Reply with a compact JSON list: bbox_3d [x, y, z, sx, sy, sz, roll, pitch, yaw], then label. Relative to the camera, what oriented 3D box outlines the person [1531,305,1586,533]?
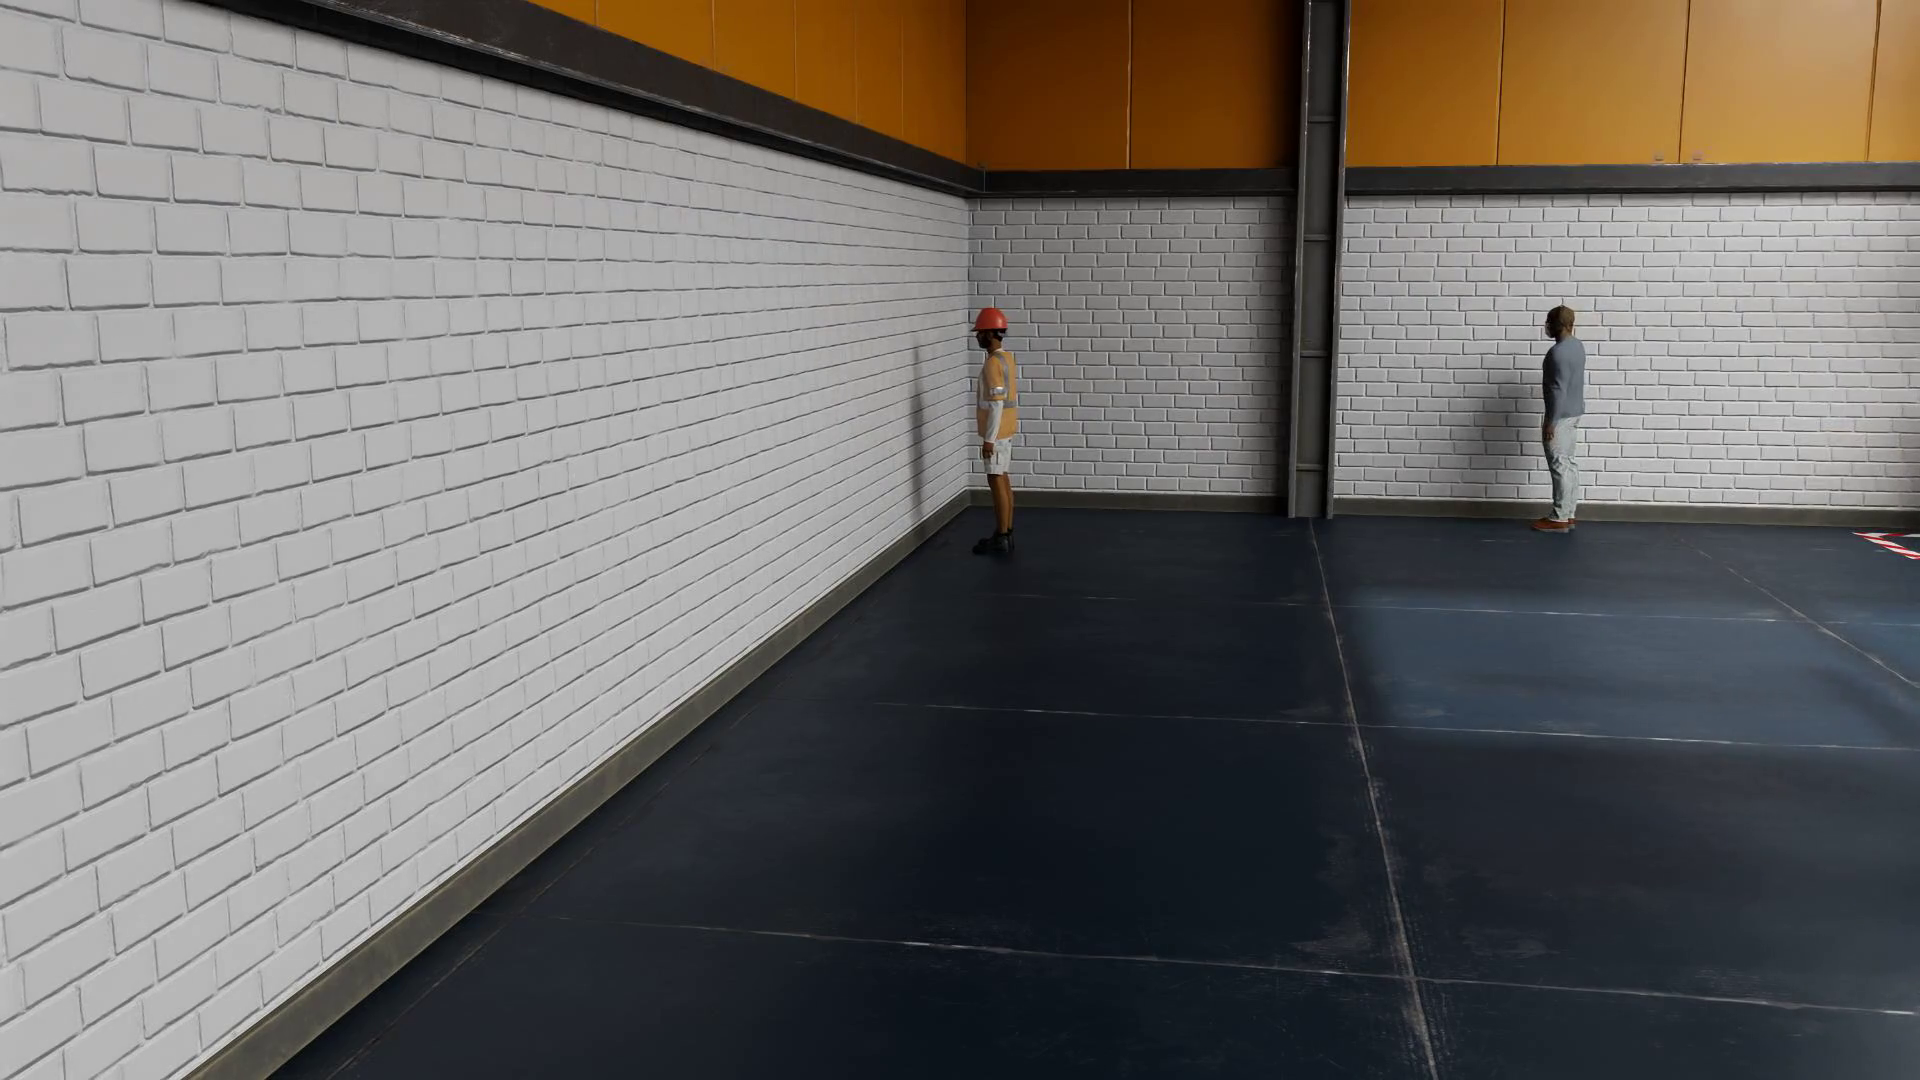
[{"bbox_3d":[5.128,-1.031,14.202,0.353,1.936,0.635,6,11,34],"label":"person"}]

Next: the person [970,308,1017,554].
[{"bbox_3d":[0.253,-0.852,13.094,0.372,1.934,0.551,2,9,12],"label":"person"}]
